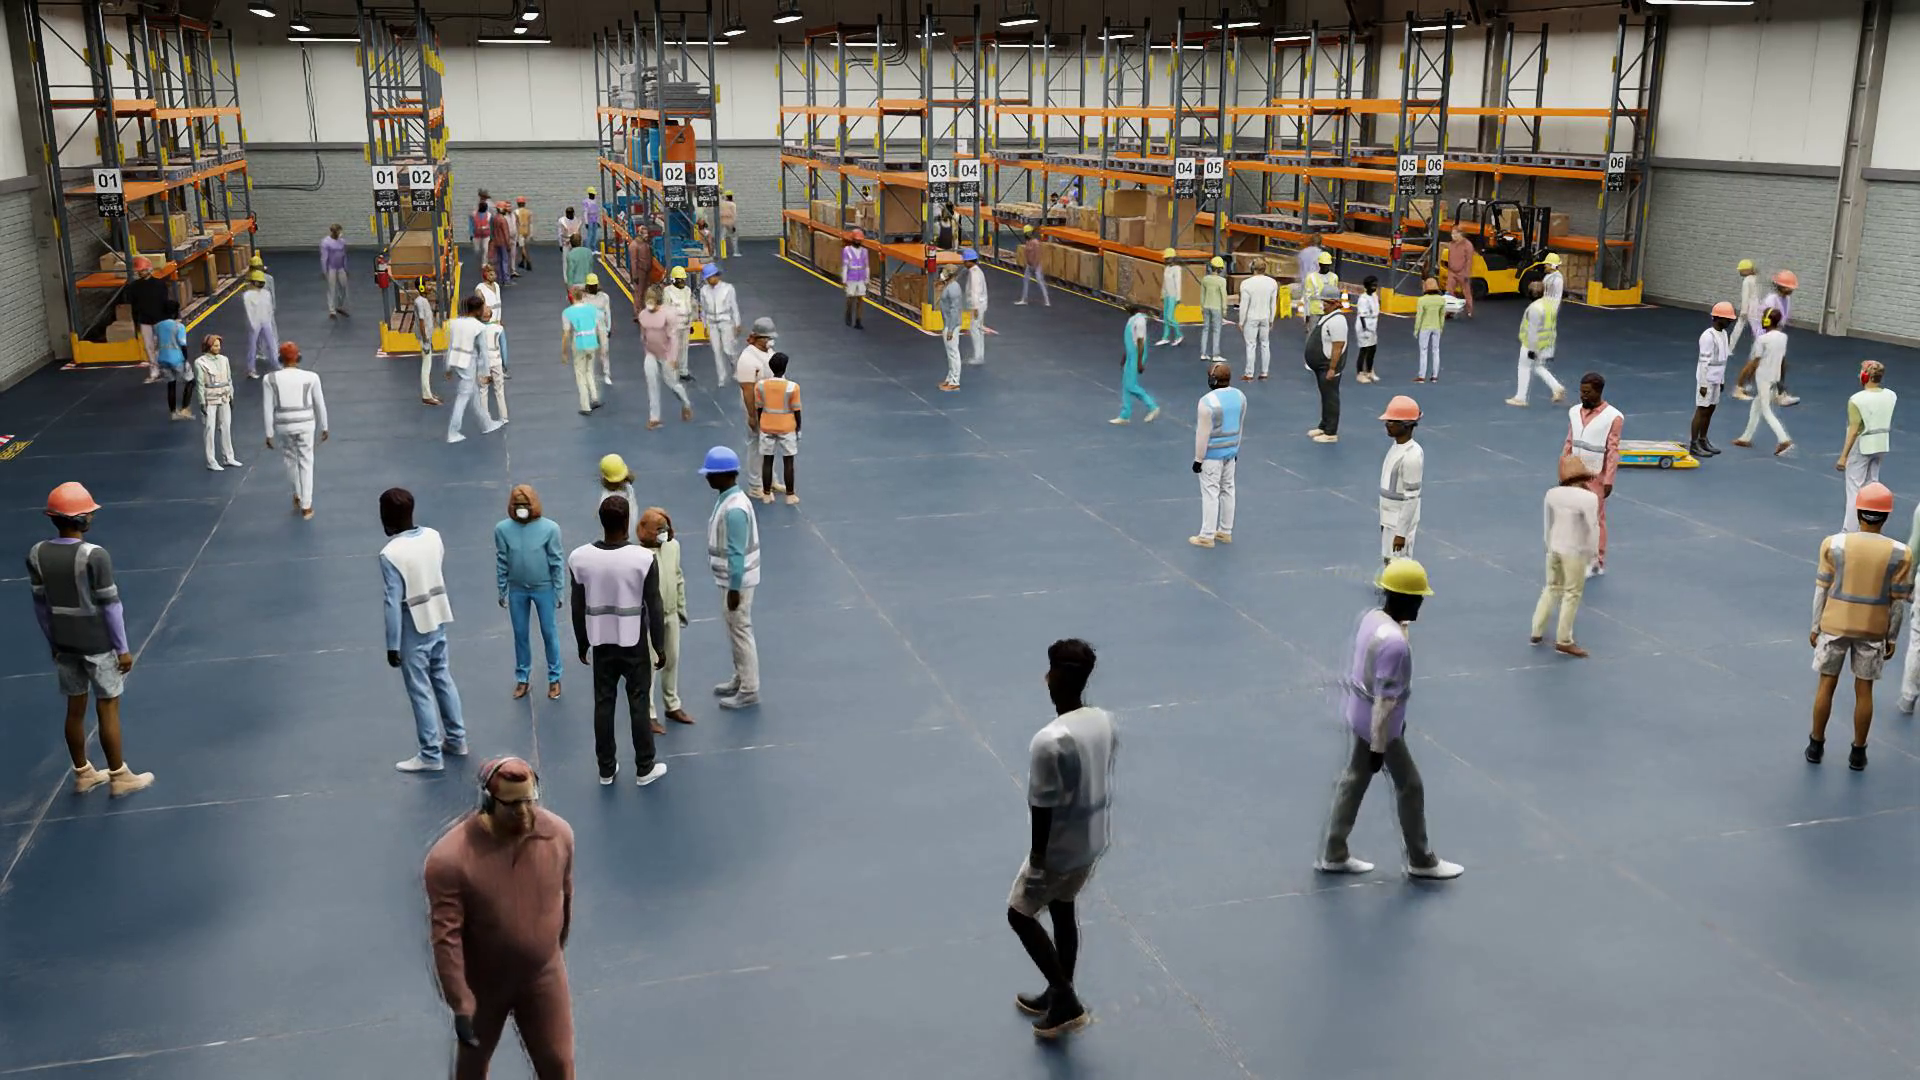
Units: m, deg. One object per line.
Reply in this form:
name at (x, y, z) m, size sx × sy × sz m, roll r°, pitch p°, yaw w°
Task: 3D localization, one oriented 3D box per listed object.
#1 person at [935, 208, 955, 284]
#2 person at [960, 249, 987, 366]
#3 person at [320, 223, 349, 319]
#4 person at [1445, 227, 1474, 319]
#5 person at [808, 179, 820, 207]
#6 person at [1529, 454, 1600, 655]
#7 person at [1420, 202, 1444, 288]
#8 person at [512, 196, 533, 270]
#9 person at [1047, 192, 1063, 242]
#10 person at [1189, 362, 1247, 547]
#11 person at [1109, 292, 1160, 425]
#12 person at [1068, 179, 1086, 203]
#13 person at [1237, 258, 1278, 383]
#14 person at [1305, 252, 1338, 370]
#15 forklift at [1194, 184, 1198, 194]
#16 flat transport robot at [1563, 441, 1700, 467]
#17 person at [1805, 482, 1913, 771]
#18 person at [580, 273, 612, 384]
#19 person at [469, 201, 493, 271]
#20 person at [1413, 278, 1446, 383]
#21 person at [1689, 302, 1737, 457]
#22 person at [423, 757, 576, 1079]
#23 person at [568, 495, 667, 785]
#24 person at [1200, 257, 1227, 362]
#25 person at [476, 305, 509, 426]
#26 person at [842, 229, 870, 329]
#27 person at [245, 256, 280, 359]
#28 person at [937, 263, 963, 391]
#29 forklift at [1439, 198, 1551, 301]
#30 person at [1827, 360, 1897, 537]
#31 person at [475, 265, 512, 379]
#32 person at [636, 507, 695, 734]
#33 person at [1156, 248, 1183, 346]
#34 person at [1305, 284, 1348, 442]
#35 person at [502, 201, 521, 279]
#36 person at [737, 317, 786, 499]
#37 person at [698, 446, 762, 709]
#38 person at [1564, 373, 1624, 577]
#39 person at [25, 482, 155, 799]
person at (-0.374, -7.008, 39.721) m, size 0.512 × 1.828 × 0.653 m, roll -6°, pitch 16°, yaw -20°
person at (0.232, -3.880, 27.754) m, size 0.446 × 1.936 × 0.683 m, roll -2°, pitch 15°, yaw -7°
person at (-12.720, -5.434, 33.640) m, size 0.459 × 1.921 × 0.805 m, roll 6°, pitch 16°, yaw 21°
person at (10.111, -5.380, 33.546) m, size 0.701 × 1.866 × 0.663 m, roll -10°, pitch 18°, yaw -33°
person at (-4.579, -10.261, 51.749) m, size 0.357 × 1.938 × 0.542 m, roll 7°, pitch 17°, yaw 25°
person at (4.835, 0.123, 13.295) m, size 0.339 × 1.619 × 0.575 m, roll -6°, pitch 16°, yaw -22°
person at (11.019, -6.854, 38.761) m, size 0.424 × 2.035 × 0.601 m, roll 0°, pitch 15°, yaw 0°
person at (-11.359, -7.995, 43.282) m, size 0.542 × 1.909 × 0.926 m, roll -14°, pitch 20°, yaw -41°
person at (2.585, -8.574, 45.541) m, size 0.518 × 1.865 × 0.323 m, roll -3°, pitch 15°, yaw -9°
person at (2.537, -0.849, 16.514) m, size 0.627 × 1.844 × 0.429 m, roll -13°, pitch 19°, yaw -39°
person at (2.371, -2.453, 22.578) m, size 0.602 × 1.832 × 0.541 m, roll -2°, pitch 15°, yaw -7°
person at (3.619, -10.380, 52.276) m, size 0.615 × 1.897 × 0.994 m, roll -7°, pitch 16°, yaw -24°
person at (4.644, -3.434, 26.053) m, size 0.627 × 1.941 × 0.371 m, roll -4°, pitch 15°, yaw -16°
person at (5.925, -3.758, 27.294) m, size 0.587 × 1.928 × 0.382 m, roll -5°, pitch 16°, yaw -17°
forklift at (7.392, -11.333, 53.972) m, size 1.873 × 2.768 × 1.129 m, roll -4°, pitch 15°, yaw -15°
flat transport robot at (8.197, -1.061, 20.323) m, size 1.431 × 0.197 × 0.652 m, roll 1°, pitch 15°, yaw 3°
person at (5.932, 0.570, 11.021) m, size 0.539 × 1.929 × 0.389 m, roll 7°, pitch 16°, yaw 24°
person at (-5.656, -3.269, 25.827) m, size 0.485 × 1.736 × 0.321 m, roll -4°, pitch 15°, yaw -16°
person at (-12.359, -7.843, 42.952) m, size 0.647 × 1.797 × 0.731 m, roll -6°, pitch 16°, yaw -21°
person at (7.347, -3.281, 26.062) m, size 0.499 × 1.633 × 0.282 m, roll -3°, pitch 15°, yaw -13°
person at (9.358, -1.995, 20.656) m, size 0.543 × 1.931 × 0.386 m, roll -14°, pitch 20°, yaw -41°
person at (-1.840, 1.739, 6.768) m, size 0.638 × 1.855 × 1.022 m, roll -9°, pitch 17°, yaw -30°
person at (-2.189, 0.655, 10.704) m, size 0.597 × 1.917 × 0.379 m, roll 2°, pitch 15°, yaw 6°
person at (4.310, -3.908, 28.170) m, size 0.327 × 1.767 × 0.533 m, roll -14°, pitch 20°, yaw -42°
person at (-6.416, -2.369, 22.627) m, size 0.518 × 1.636 × 0.312 m, roll -4°, pitch 15°, yaw -15°
person at (-1.994, -5.023, 32.070) m, size 0.576 × 1.920 × 0.403 m, roll -7°, pitch 17°, yaw -26°
person at (-11.945, -3.971, 28.448) m, size 0.293 × 1.745 × 0.484 m, roll 14°, pitch 20°, yaw 42°
person at (-0.150, -3.242, 25.333) m, size 0.372 × 1.940 × 0.630 m, roll -2°, pitch 15°, yaw -6°
forklift at (11.913, -6.508, 37.130) m, size 2.313 × 2.155 × 1.214 m, roll -4°, pitch 15°, yaw -15°
person at (9.010, -0.865, 16.562) m, size 0.563 × 1.848 × 0.391 m, roll -6°, pitch 16°, yaw -21°
person at (-7.392, -3.407, 26.169) m, size 0.410 × 1.831 × 0.570 m, roll 4°, pitch 15°, yaw 14°
person at (-2.109, 0.555, 11.652) m, size 0.294 × 1.623 × 0.507 m, roll 10°, pitch 18°, yaw 33°
person at (3.775, -4.364, 29.927) m, size 0.413 × 1.744 × 0.571 m, roll -4°, pitch 15°, yaw -14°
person at (4.736, -2.290, 21.554) m, size 0.536 × 2.000 × 0.683 m, roll 1°, pitch 15°, yaw 4°
person at (-11.170, -7.439, 41.211) m, size 0.399 × 1.900 × 0.647 m, roll 6°, pitch 16°, yaw 23°
person at (-2.167, -1.483, 18.517) m, size 0.535 × 2.000 × 0.686 m, roll 5°, pitch 16°, yaw 18°
person at (-1.669, 0.264, 12.147) m, size 0.429 × 1.937 × 0.628 m, roll -3°, pitch 15°, yaw -13°
person at (5.885, -0.621, 15.540) m, size 0.400 × 1.907 × 0.599 m, roll -7°, pitch 17°, yaw -26°
person at (-5.519, 0.638, 10.529) m, size 0.605 × 2.045 × 0.381 m, roll 4°, pitch 15°, yaw 15°
